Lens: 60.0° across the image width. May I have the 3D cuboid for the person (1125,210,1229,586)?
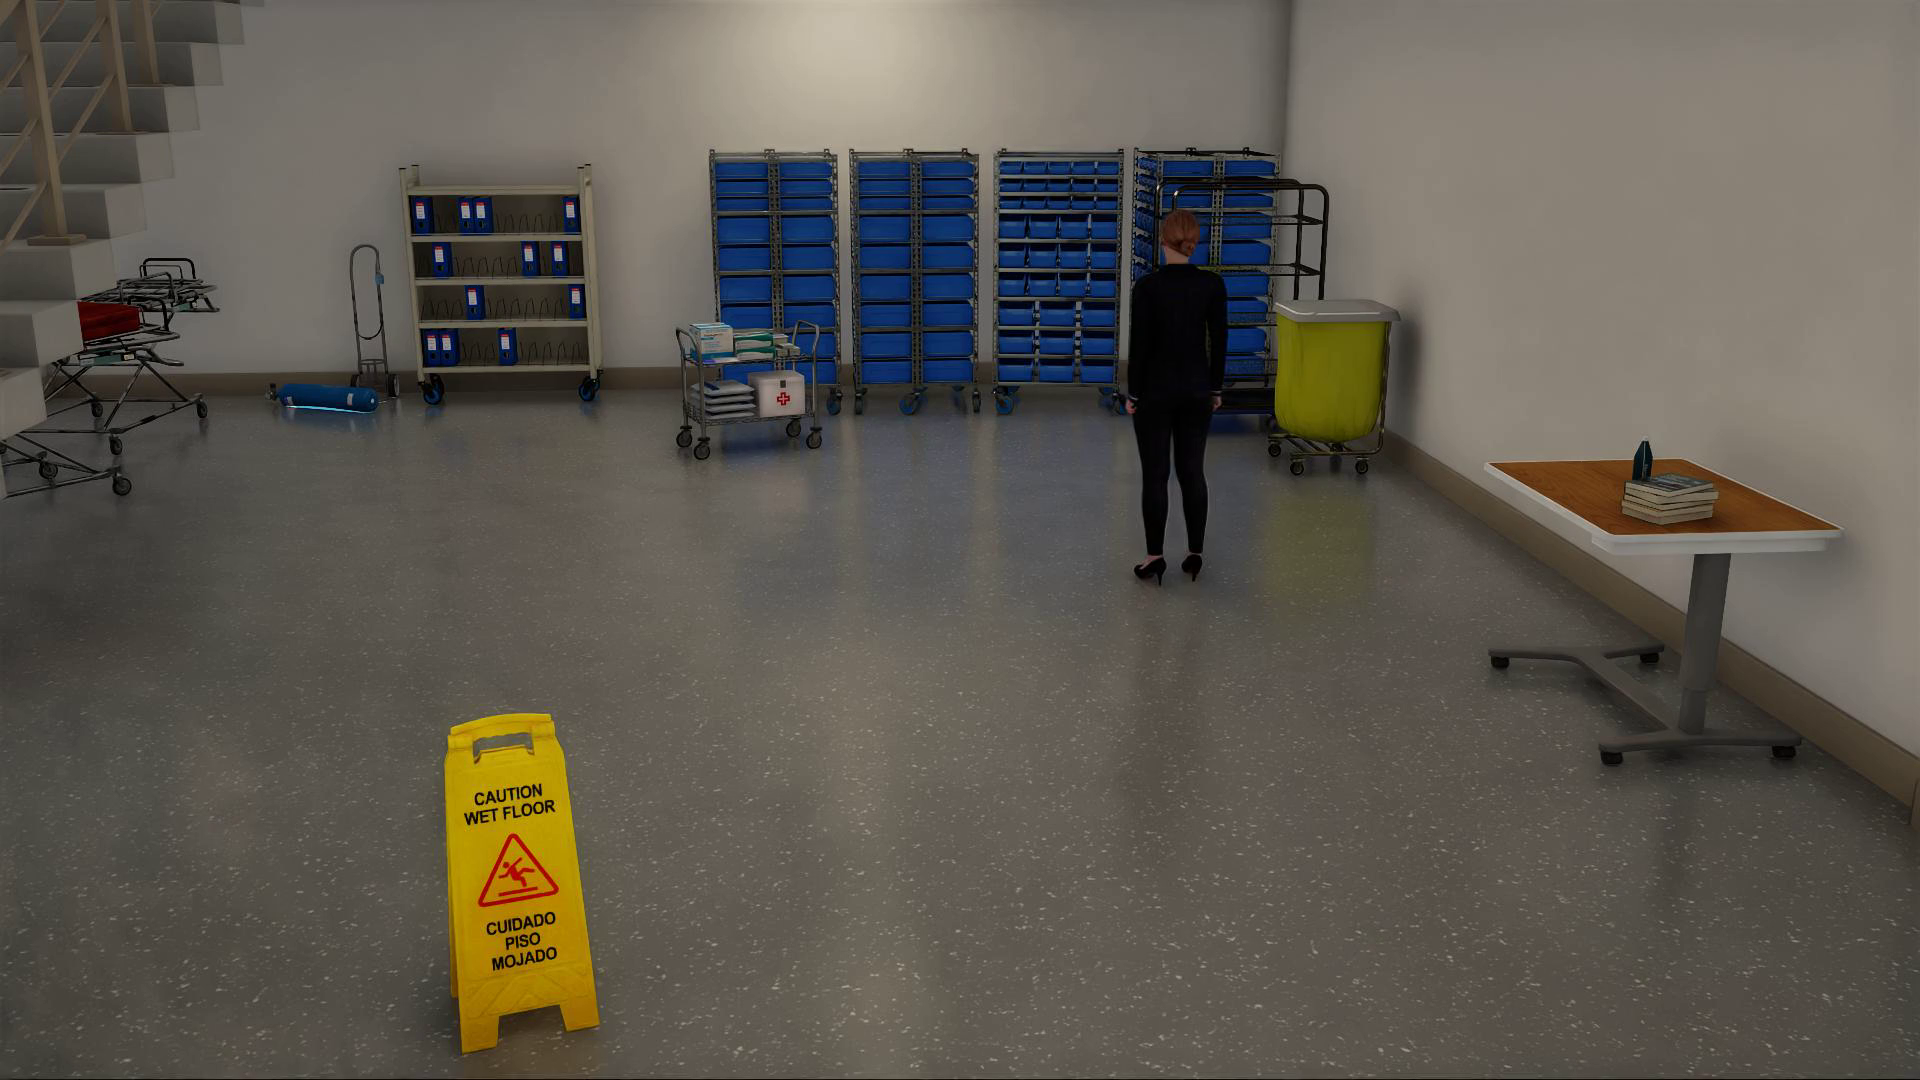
[{"bbox_3d":[0.966,-0.635,7.498,0.660,1.685,0.606,-4,16,-14],"label":"person"}]
